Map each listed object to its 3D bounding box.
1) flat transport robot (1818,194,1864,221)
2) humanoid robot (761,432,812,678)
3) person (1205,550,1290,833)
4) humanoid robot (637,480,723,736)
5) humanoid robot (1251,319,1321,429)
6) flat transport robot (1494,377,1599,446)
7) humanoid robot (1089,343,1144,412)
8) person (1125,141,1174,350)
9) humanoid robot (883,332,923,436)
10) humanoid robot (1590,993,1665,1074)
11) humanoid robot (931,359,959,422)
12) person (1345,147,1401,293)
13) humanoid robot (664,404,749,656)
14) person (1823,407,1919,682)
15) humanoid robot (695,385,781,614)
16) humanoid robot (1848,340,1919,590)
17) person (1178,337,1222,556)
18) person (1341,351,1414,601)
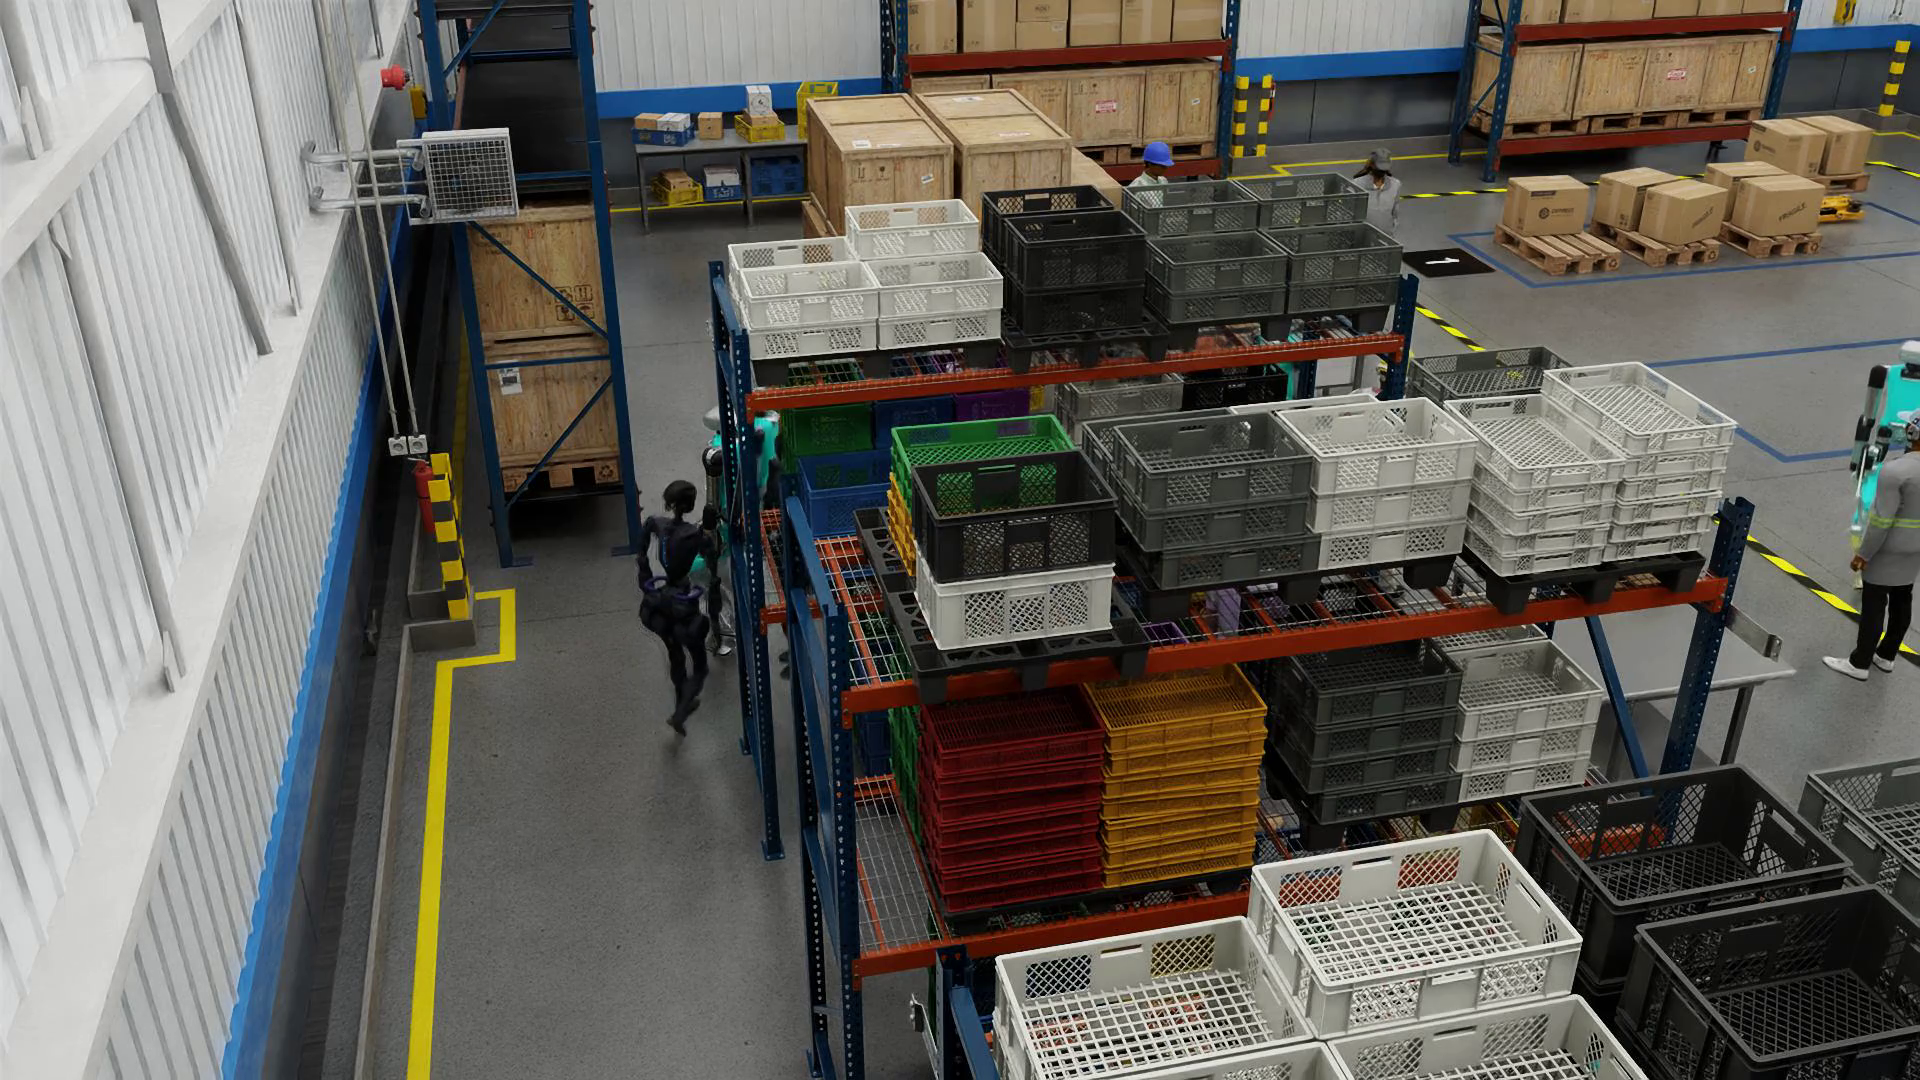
[{"bbox_3d":[9.997,-4.103,19.801,0.652,0.197,1.431,-6,28,-12],"label":"flat transport robot"},{"bbox_3d":[-1.077,0.061,10.417,0.376,1.641,0.600,-21,34,-34],"label":"humanoid robot"},{"bbox_3d":[1.557,0.672,8.883,0.388,2.033,0.604,-16,32,-28],"label":"person"},{"bbox_3d":[-1.690,0.411,9.770,0.601,1.639,0.494,11,30,20],"label":"humanoid robot"},{"bbox_3d":[2.470,-0.859,12.115,0.727,1.800,0.541,-16,32,-28],"label":"humanoid robot"},{"bbox_3d":[4.780,-1.036,14.013,0.659,0.231,1.431,-6,28,-12],"label":"flat transport robot"},{"bbox_3d":[1.171,-0.822,12.166,0.775,1.634,0.615,-25,37,-39],"label":"humanoid robot"},{"bbox_3d":[1.743,-2.742,15.461,0.412,1.939,0.602,19,33,32],"label":"person"},{"bbox_3d":[-0.415,-0.955,12.348,0.343,1.648,0.584,12,30,22],"label":"humanoid robot"},{"bbox_3d":[2.185,2.228,6.166,0.699,1.721,0.530,0,28,1],"label":"humanoid robot"},{"bbox_3d":[0.082,-0.282,11.108,0.740,1.869,0.538,12,30,22],"label":"humanoid robot"},{"bbox_3d":[3.909,-2.894,15.930,0.563,1.765,0.401,-5,28,-9],"label":"person"},{"bbox_3d":[-1.631,-0.096,10.511,0.735,1.677,0.533,11,30,19],"label":"humanoid robot"},{"bbox_3d":[5.791,0.012,10.325,0.588,1.853,0.395,-10,29,-18],"label":"person"},{"bbox_3d":[-1.484,-0.171,10.763,0.724,1.760,0.536,3,28,7],"label":"humanoid robot"},{"bbox_3d":[6.306,-0.439,11.282,0.537,1.729,0.958,15,31,26],"label":"humanoid robot"},{"bbox_3d":[1.591,-0.524,11.319,0.475,1.868,0.612,-12,30,-22],"label":"person"},{"bbox_3d":[2.847,-0.433,11.201,0.587,1.823,0.403,24,36,38],"label":"person"}]
